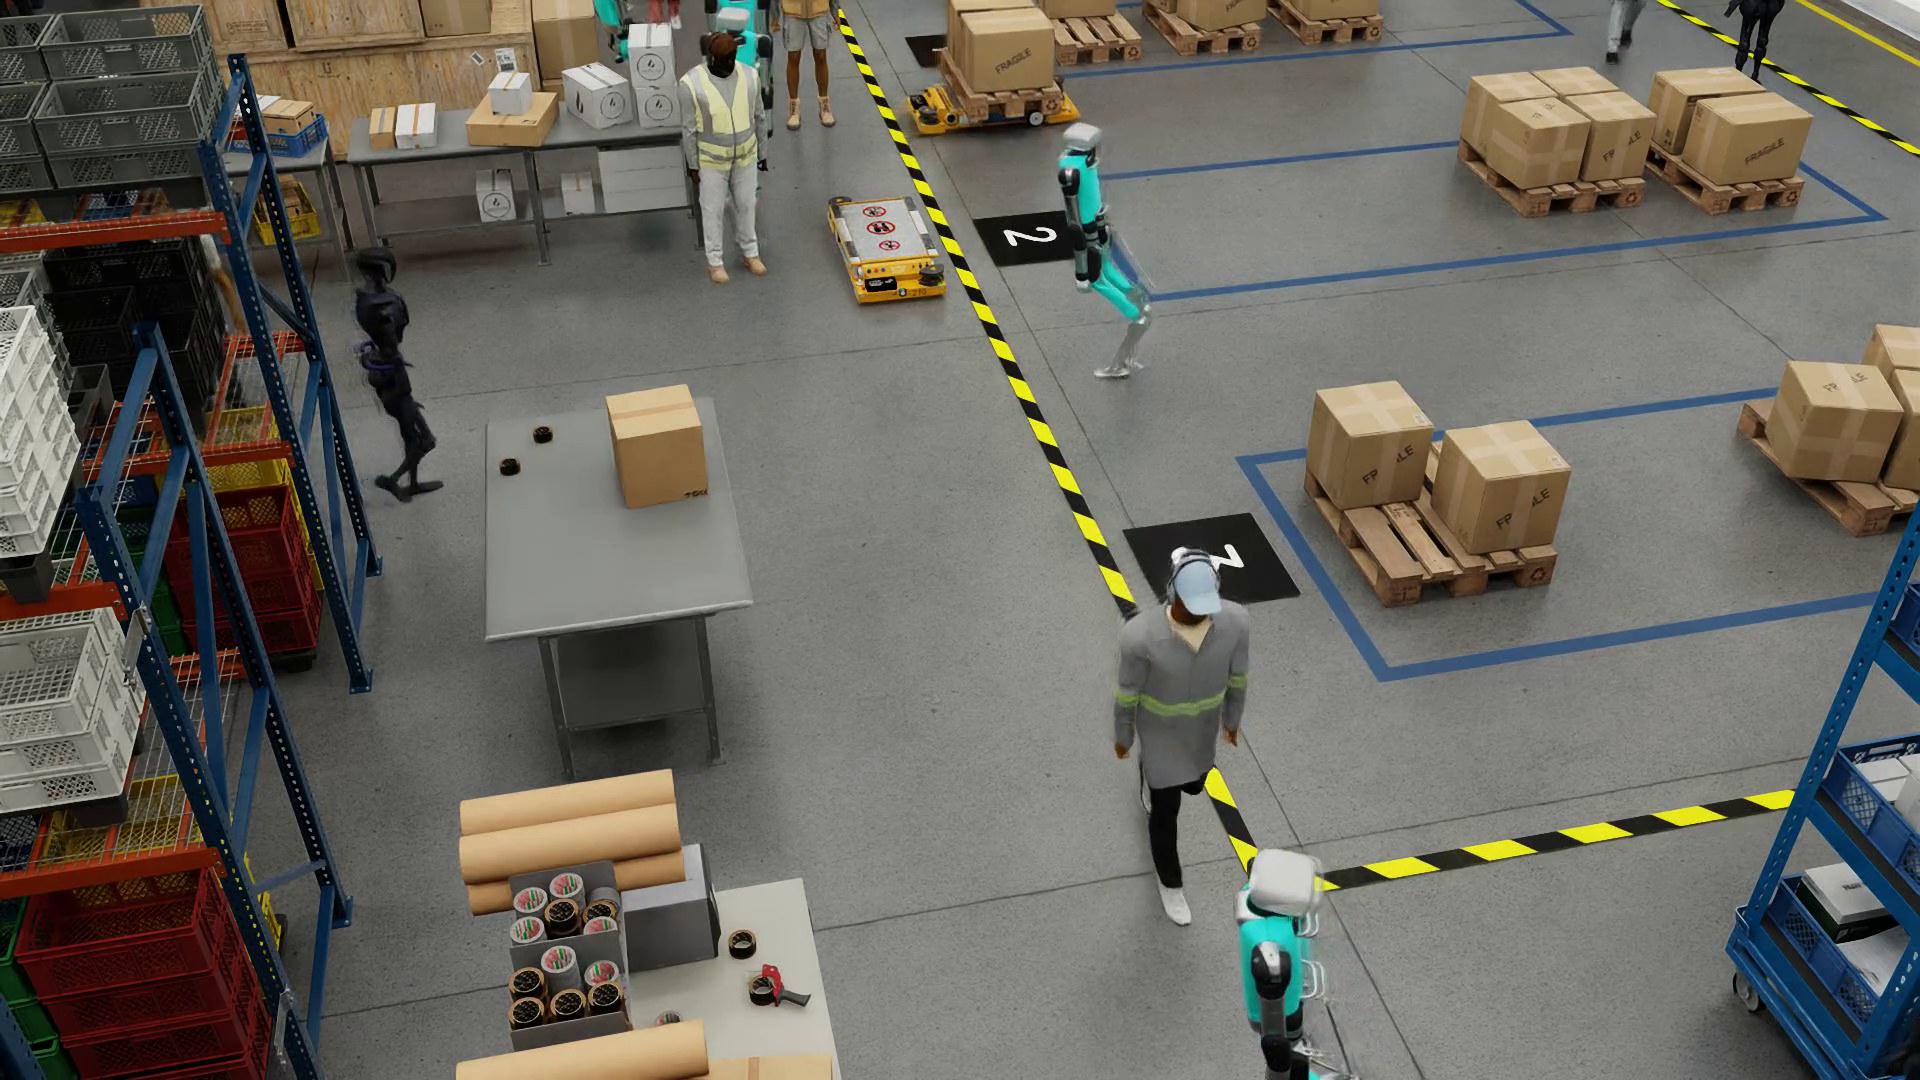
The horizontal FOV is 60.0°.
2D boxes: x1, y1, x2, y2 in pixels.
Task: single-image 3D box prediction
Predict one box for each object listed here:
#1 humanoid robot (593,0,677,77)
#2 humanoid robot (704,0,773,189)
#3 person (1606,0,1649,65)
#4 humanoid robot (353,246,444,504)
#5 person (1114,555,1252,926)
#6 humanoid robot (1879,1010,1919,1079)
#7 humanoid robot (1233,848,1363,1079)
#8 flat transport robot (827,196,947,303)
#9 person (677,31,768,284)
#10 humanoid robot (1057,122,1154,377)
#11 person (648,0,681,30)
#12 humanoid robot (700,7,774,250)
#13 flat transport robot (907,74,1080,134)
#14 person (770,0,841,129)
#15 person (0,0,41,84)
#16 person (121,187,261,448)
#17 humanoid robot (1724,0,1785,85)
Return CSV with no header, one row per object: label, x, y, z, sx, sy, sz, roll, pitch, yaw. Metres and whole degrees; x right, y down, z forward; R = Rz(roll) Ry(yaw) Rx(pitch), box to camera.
humanoid robot,-2.645,-4.149,13.879,1.016,1.702,0.532,-25,44,-30
humanoid robot,-1.675,-3.575,13.168,0.539,1.775,1.038,-11,38,-14
person,6.362,-5.450,15.591,0.606,1.806,0.788,6,37,7
humanoid robot,-3.327,-0.946,9.648,0.385,1.647,0.615,-17,40,-21
person,0.939,0.759,7.229,0.595,1.828,0.782,-9,38,-12
humanoid robot,3.433,1.940,5.813,0.743,1.633,0.585,8,37,10
humanoid robot,1.271,1.795,5.913,0.942,1.756,0.535,4,37,5
flat transport robot,-0.570,-2.220,12.538,0.659,0.231,1.431,-8,37,-10
person,-1.664,-2.746,11.937,0.629,1.835,0.429,-17,40,-21
humanoid robot,1.007,-1.788,10.751,0.809,1.793,0.535,11,38,14
person,-2.871,-5.713,15.897,0.592,1.856,1.011,-5,37,-7
humanoid robot,-1.641,-2.958,12.323,0.549,1.822,0.701,0,37,-1
flat transport robot,0.291,-3.875,14.738,1.431,0.197,0.652,-8,37,-10
person,-1.312,-4.502,14.122,0.613,2.041,0.375,-6,37,-8
person,-8.605,-5.001,14.933,0.516,1.873,0.328,-24,43,-28
person,-4.682,-1.310,10.017,0.660,1.829,0.393,-6,37,-8
humanoid robot,7.197,-4.892,14.938,0.599,1.655,0.315,-15,39,-19
